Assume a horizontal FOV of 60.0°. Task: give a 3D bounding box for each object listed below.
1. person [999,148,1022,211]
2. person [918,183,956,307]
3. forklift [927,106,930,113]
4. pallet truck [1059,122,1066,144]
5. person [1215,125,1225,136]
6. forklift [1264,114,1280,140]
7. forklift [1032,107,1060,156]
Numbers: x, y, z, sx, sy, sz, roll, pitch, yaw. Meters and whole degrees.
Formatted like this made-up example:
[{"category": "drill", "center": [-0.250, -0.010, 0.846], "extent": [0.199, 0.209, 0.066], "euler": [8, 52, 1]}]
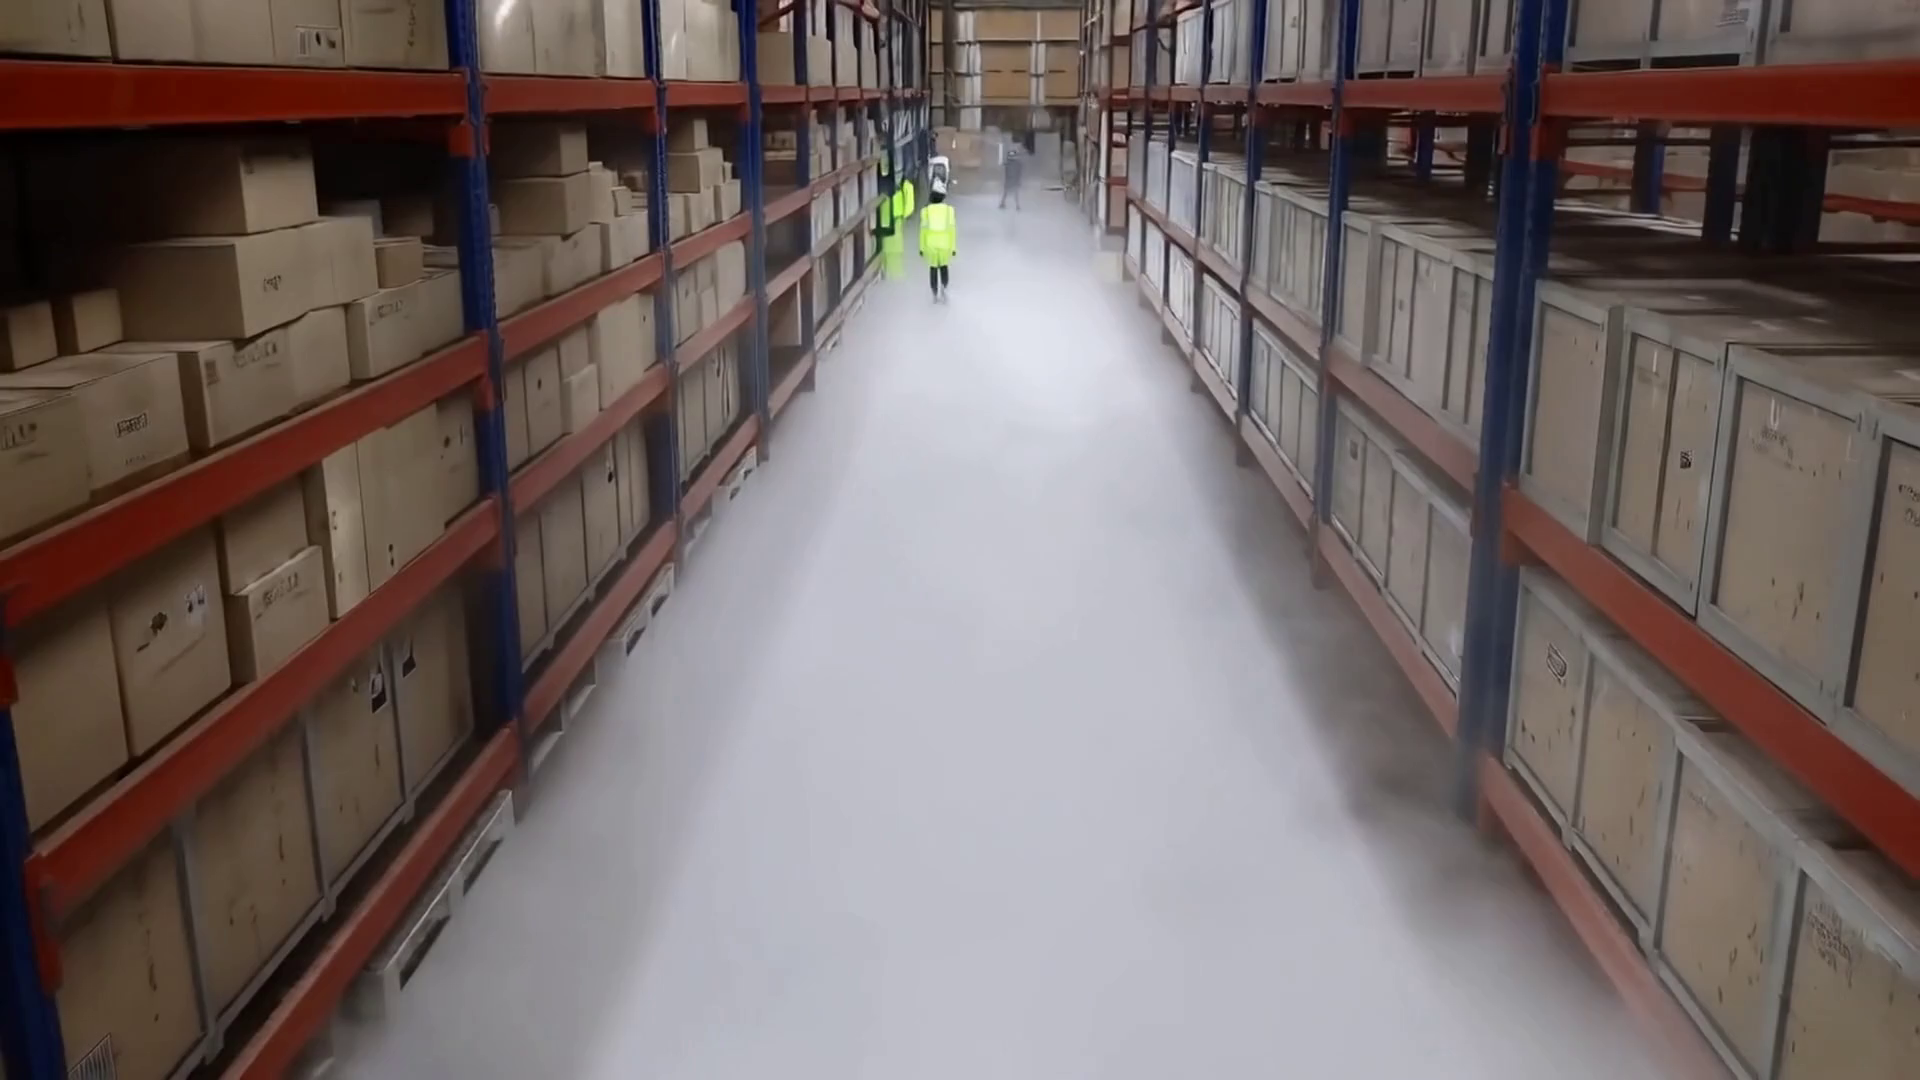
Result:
[{"category": "person", "center": [1.558, -10.952, 50.489], "extent": [0.656, 1.859, 0.991], "euler": [-7, 17, -25]}, {"category": "person", "center": [-0.390, -4.917, 27.707], "extent": [0.626, 2.020, 0.648], "euler": [-1, 15, -3]}, {"category": "forklift", "center": [-2.001, -20.667, 84.687], "extent": [1.129, 2.768, 1.873], "euler": [0, 15, 2]}, {"category": "pallet truck", "center": [5.788, -21.111, 88.014], "extent": [1.885, 1.965, 0.823], "euler": [5, 16, 18]}, {"category": "person", "center": [12.955, -19.756, 83.152], "extent": [0.547, 1.916, 0.807], "euler": [-5, 16, -17]}, {"category": "forklift", "center": [11.028, -14.013, 59.928], "extent": [1.129, 2.768, 1.873], "euler": [0, 15, 2]}, {"category": "forklift", "center": [3.983, -19.357, 79.811], "extent": [1.129, 2.768, 1.873], "euler": [-7, 17, -24]}]
